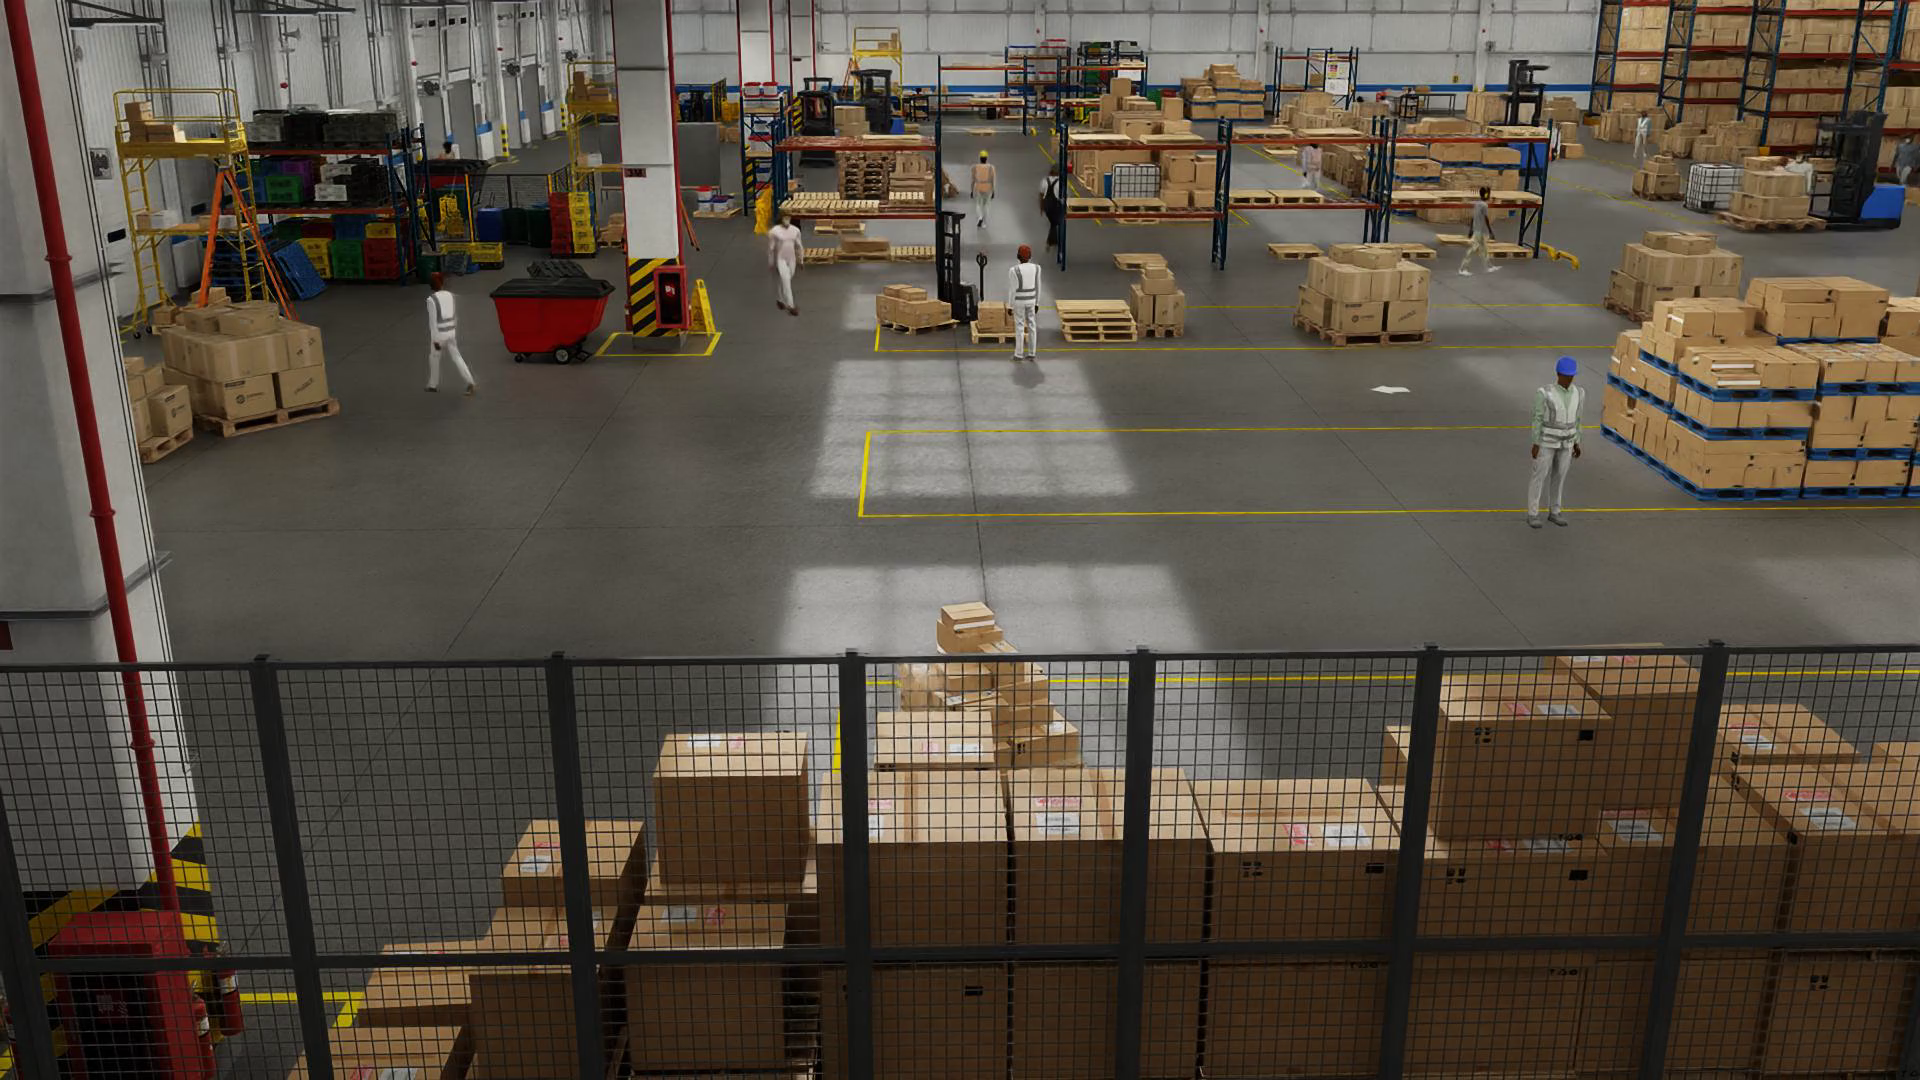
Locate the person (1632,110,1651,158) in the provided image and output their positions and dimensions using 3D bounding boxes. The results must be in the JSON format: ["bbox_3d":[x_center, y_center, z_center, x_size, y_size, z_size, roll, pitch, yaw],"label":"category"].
[{"bbox_3d":[23.620,-14.045,57.497,0.808,1.606,0.523,-17,25,-41],"label":"person"}]

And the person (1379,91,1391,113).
[{"bbox_3d":[15.991,-15.972,62.798,0.561,1.890,1.029,-5,19,-14],"label":"person"}]

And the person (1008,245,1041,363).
[{"bbox_3d":[1.022,-3.769,26.591,0.574,1.883,0.355,-11,21,-29],"label":"person"}]

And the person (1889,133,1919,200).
[{"bbox_3d":[26.052,-10.290,45.954,1.070,1.869,0.665,-13,23,-34],"label":"person"}]

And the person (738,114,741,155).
[{"bbox_3d":[-7.298,-13.805,56.295,0.381,1.924,0.594,0,19,-1],"label":"person"}]

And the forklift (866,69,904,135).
[{"bbox_3d":[-2.895,-15.504,59.864,1.129,2.768,1.873,10,21,28],"label":"forklift"}]

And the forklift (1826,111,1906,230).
[{"bbox_3d":[22.120,-9.074,40.790,1.873,2.768,1.129,-1,19,-2],"label":"forklift"}]

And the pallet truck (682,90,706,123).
[{"bbox_3d":[-9.671,-15.907,62.421,0.823,1.965,1.885,5,19,15],"label":"pallet truck"}]

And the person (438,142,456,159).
[{"bbox_3d":[-14.152,-10.141,45.844,0.815,1.656,0.536,14,23,36],"label":"person"}]

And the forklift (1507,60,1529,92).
[{"bbox_3d":[22.288,-17.832,66.770,1.129,2.768,1.873,-16,24,-39],"label":"forklift"}]

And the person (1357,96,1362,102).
[{"bbox_3d":[15.237,-16.040,63.331,0.529,1.665,0.830,-6,20,-18],"label":"person"}]

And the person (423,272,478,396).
[{"bbox_3d":[-7.560,-3.027,24.474,0.984,1.847,0.585,10,21,28],"label":"person"}]

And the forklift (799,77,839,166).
[{"bbox_3d":[-4.644,-13.871,55.021,1.129,2.768,1.873,2,19,5],"label":"forklift"}]

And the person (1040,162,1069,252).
[{"bbox_3d":[2.116,-7.539,37.529,0.683,2.000,0.980,12,22,31],"label":"person"}]

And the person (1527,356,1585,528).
[{"bbox_3d":[6.650,-1.094,18.552,0.604,1.949,0.389,-4,19,-11],"label":"person"}]

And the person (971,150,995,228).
[{"bbox_3d":[0.570,-8.641,41.000,0.604,1.908,0.455,0,19,-1],"label":"person"}]

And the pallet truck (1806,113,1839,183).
[{"bbox_3d":[26.403,-11.957,50.702,0.823,1.965,1.885,6,19,16],"label":"pallet truck"}]

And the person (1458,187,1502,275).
[{"bbox_3d":[10.852,-6.395,34.479,0.980,1.820,0.518,0,19,-1],"label":"person"}]

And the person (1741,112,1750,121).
[{"bbox_3d":[28.576,-15.081,60.447,0.563,1.672,0.553,3,19,10],"label":"person"}]

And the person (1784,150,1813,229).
[{"bbox_3d":[20.610,-8.651,41.014,0.642,1.919,0.569,12,22,32],"label":"person"}]

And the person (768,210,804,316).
[{"bbox_3d":[-3.213,-5.126,30.610,0.645,1.896,1.005,-12,22,-31],"label":"person"}]

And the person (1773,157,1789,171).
[{"bbox_3d":[20.877,-8.933,42.359,0.895,1.587,0.536,-10,21,-28],"label":"person"}]

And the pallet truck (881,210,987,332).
[{"bbox_3d":[-0.493,-4.759,29.349,1.885,1.965,0.823,-13,23,-34],"label":"pallet truck"}]

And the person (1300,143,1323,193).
[{"bbox_3d":[9.633,-10.137,45.571,0.636,1.826,0.699,-8,20,-21],"label":"person"}]

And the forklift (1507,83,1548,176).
[{"bbox_3d":[17.631,-12.825,51.917,1.129,2.768,1.873,-1,19,-1],"label":"forklift"}]
